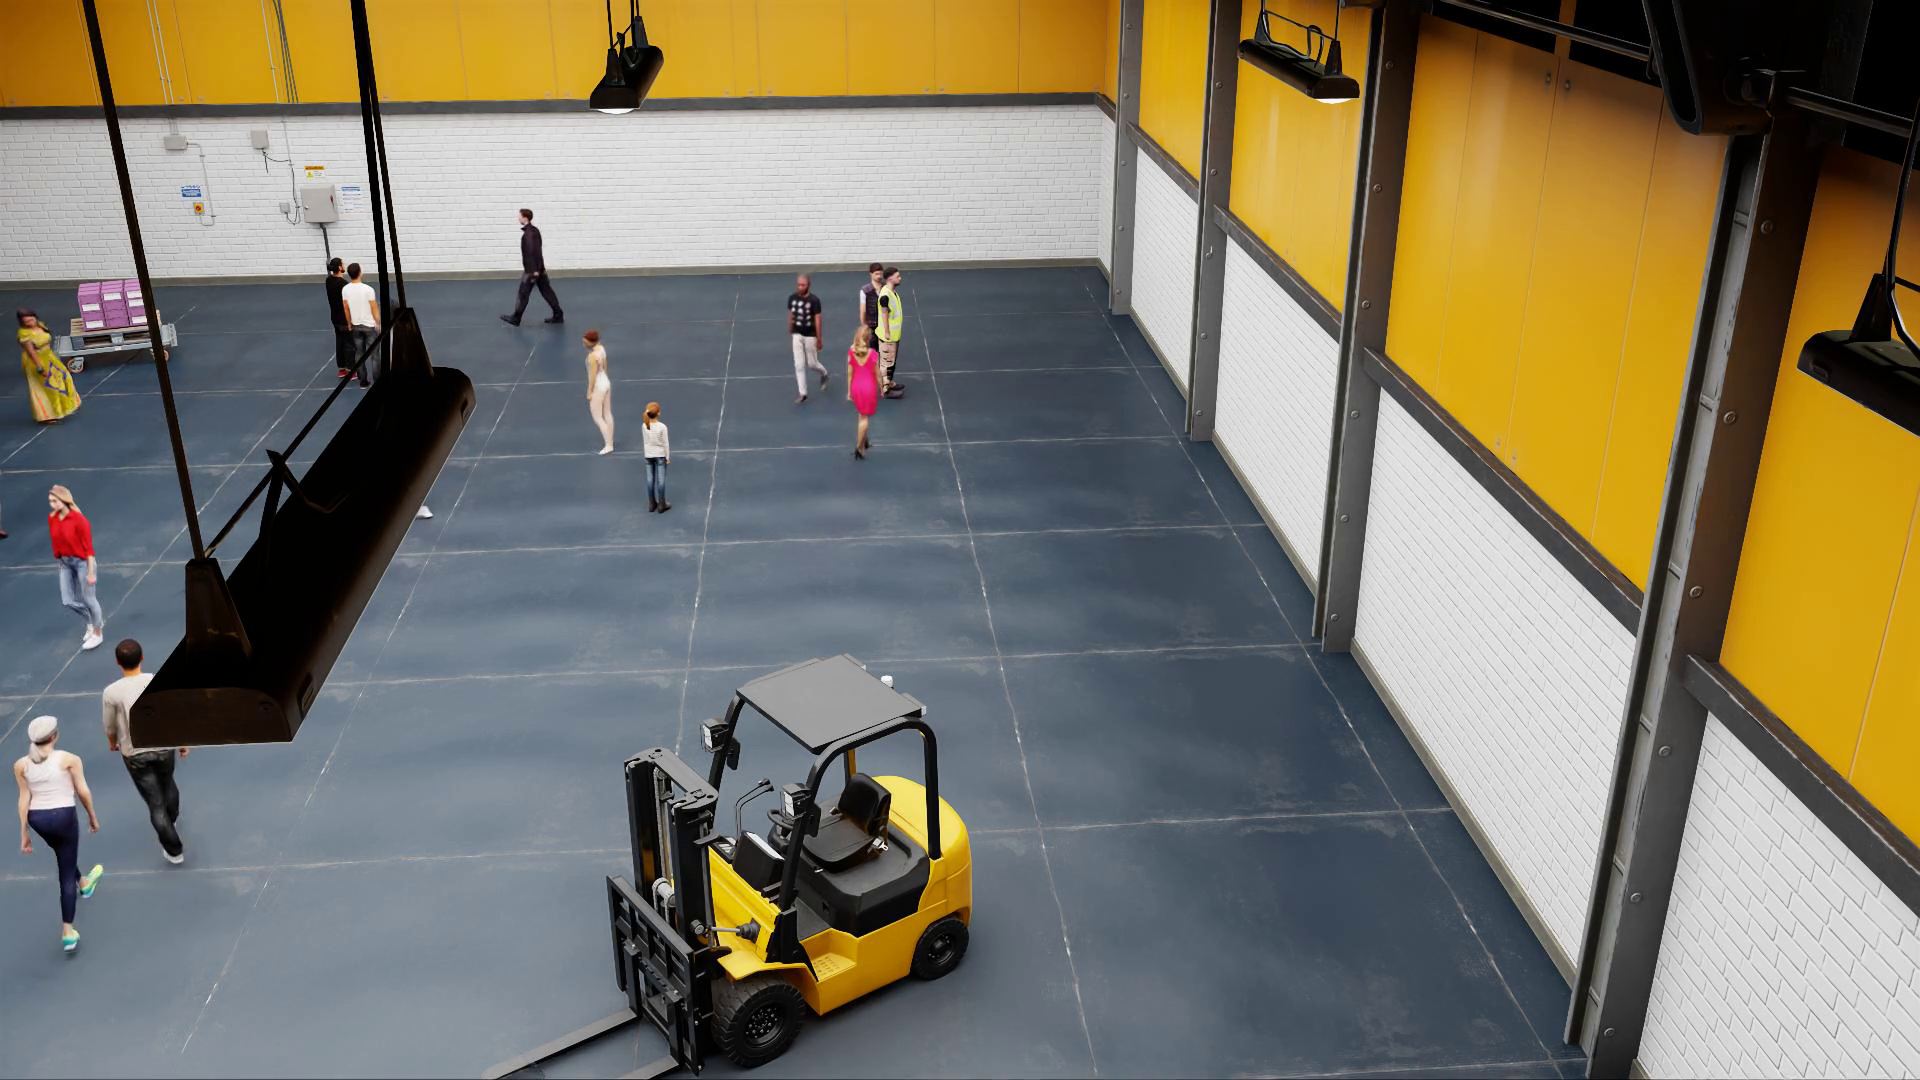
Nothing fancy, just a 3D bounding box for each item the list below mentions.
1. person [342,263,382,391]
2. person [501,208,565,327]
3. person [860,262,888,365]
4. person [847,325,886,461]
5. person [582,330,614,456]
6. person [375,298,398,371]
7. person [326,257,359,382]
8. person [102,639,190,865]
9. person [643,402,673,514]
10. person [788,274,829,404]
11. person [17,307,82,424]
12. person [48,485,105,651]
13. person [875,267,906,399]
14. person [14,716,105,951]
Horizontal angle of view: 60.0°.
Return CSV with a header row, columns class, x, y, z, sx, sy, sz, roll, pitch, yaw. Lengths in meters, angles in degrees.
class,x,y,z,sx,sy,sz,roll,pitch,yaw
person,-8.387,-3.008,23.377,0.689,1.804,0.615,3,24,7
person,-6.621,-4.255,26.150,0.916,1.867,1.188,3,24,6
person,-1.156,-2.973,23.242,0.742,1.848,0.717,-12,26,-25
person,-1.238,-1.821,20.782,0.741,1.707,0.843,9,25,20
person,-4.553,-1.933,21.155,0.834,1.613,0.545,10,25,21
person,-7.414,-2.351,21.991,0.855,1.710,0.964,-18,29,-35
person,-8.842,-3.172,23.814,0.694,1.755,0.741,16,29,33
person,-6.183,1.667,12.723,1.008,1.772,1.153,-19,30,-36
person,-3.539,-0.963,19.311,0.522,1.314,0.556,6,24,14
person,-2.091,-2.801,22.928,0.918,1.786,1.080,9,25,20
person,-12.188,-2.321,22.025,1.037,1.629,0.801,-3,24,-6
person,-8.485,0.231,16.101,0.695,1.697,0.673,5,24,11
person,-0.974,-2.893,23.066,0.789,1.842,0.666,1,24,2
person,-6.457,2.116,11.841,0.682,1.655,1.171,-6,24,-13
